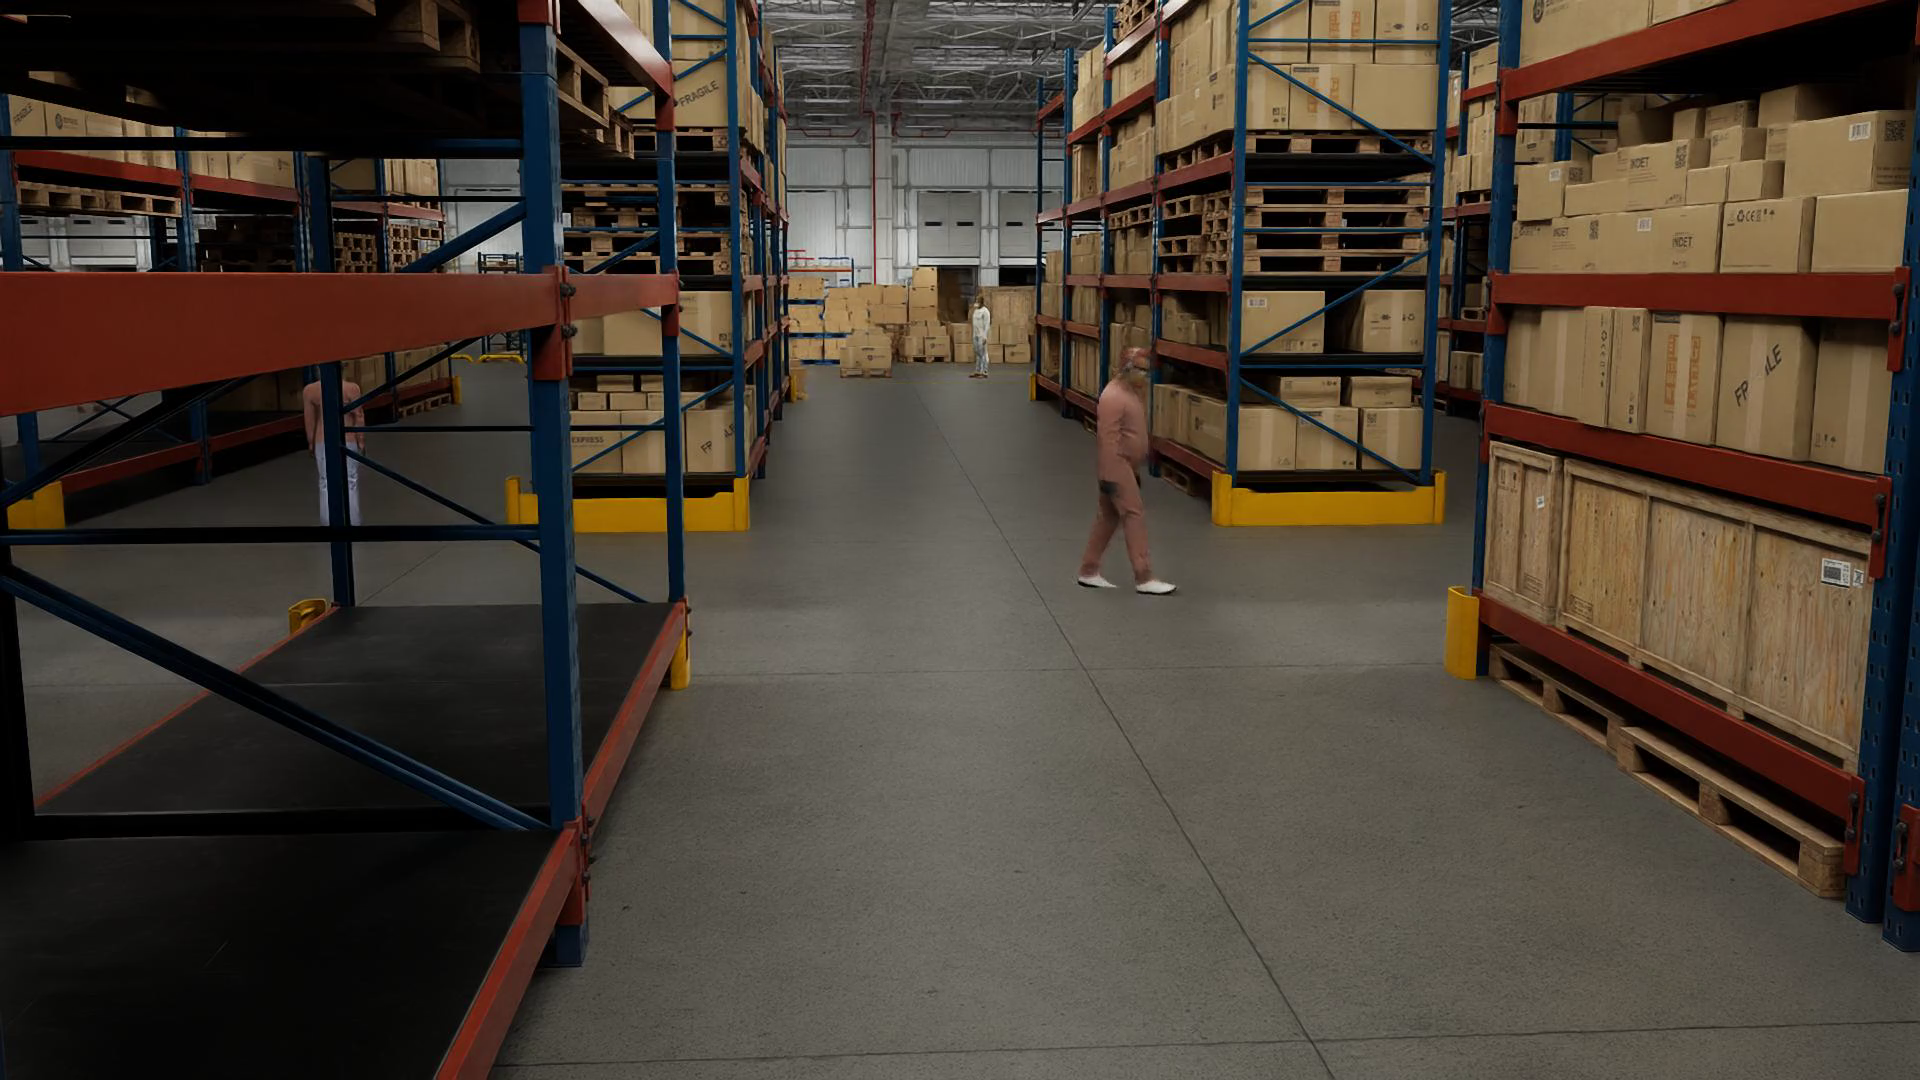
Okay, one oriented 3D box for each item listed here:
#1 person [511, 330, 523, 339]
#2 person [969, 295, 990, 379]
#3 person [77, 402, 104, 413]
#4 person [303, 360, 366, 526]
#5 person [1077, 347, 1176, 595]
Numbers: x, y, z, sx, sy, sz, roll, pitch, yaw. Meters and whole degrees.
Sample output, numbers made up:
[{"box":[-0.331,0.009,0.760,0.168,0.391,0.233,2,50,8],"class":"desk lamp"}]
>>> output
[{"box":[-16.704,-8.516,62.630,0.803,1.919,0.637,-1,9,-6],"class":"person"},{"box":[0.470,-4.723,38.737,0.372,1.940,0.632,-5,10,-28],"class":"person"},{"box":[-15.301,-3.194,29.133,0.355,1.937,0.634,7,12,39],"class":"person"},{"box":[-5.670,-0.877,15.127,0.524,1.769,0.309,-1,9,-8],"class":"person"},{"box":[1.272,-0.519,12.587,0.739,1.874,0.667,2,9,12],"class":"person"}]
